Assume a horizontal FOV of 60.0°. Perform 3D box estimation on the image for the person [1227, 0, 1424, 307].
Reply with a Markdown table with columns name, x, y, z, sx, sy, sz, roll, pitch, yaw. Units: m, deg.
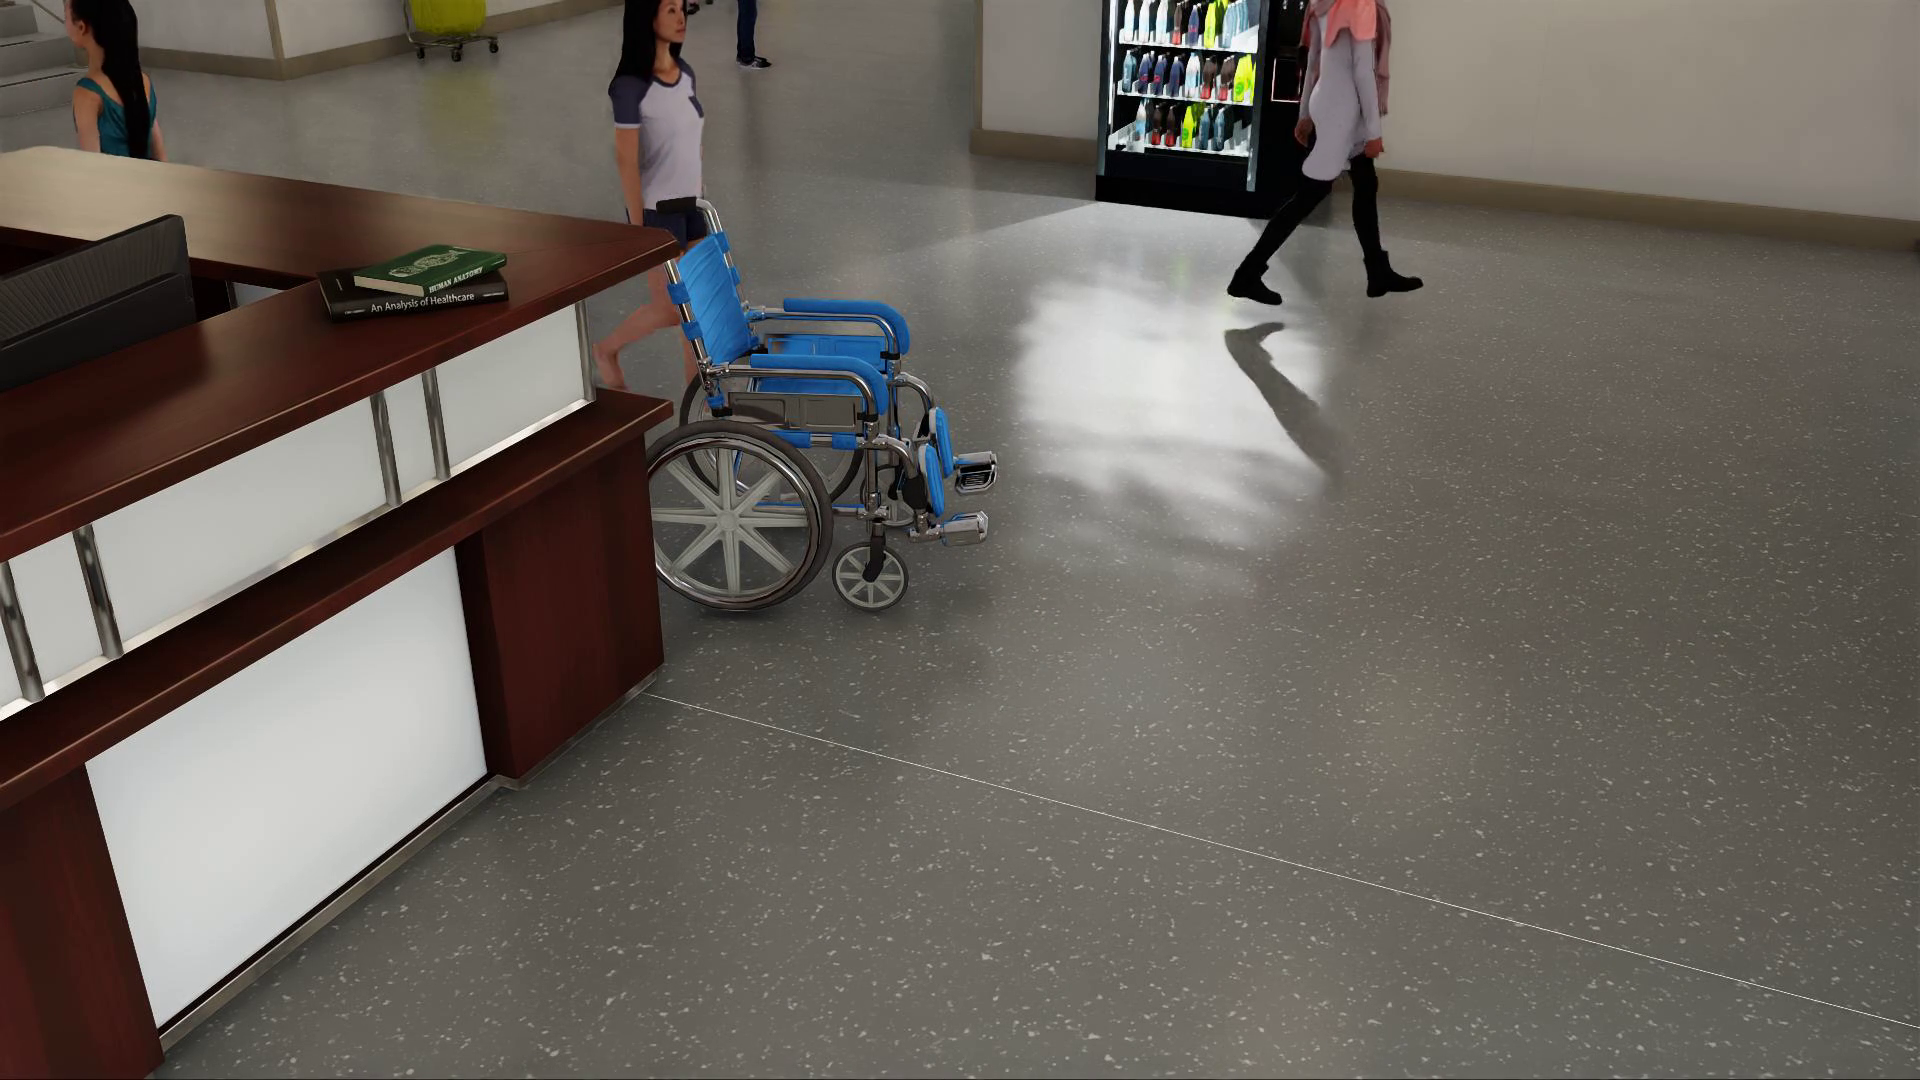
| name | x | y | z | sx | sy | sz | roll | pitch | yaw |
| --- | --- | --- | --- | --- | --- | --- | --- | --- | --- |
| person | 1.620 | -1.871 | 7.545 | 1.290 | 1.752 | 1.072 | -3 | 26 | -7 |

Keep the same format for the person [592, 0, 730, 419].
| name | x | y | z | sx | sy | sz | roll | pitch | yaw |
| --- | --- | --- | --- | --- | --- | --- | --- | --- | --- |
| person | -1.182 | -1.276 | 6.378 | 0.777 | 1.693 | 0.593 | 11 | 28 | 21 |

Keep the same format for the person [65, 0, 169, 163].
| name | x | y | z | sx | sy | sz | roll | pitch | yaw |
| --- | --- | --- | --- | --- | --- | --- | --- | --- | --- |
| person | -2.975 | -1.152 | 6.154 | 1.002 | 1.665 | 0.744 | 3 | 26 | 6 |

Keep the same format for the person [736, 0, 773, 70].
| name | x | y | z | sx | sy | sz | roll | pitch | yaw |
| --- | --- | --- | --- | --- | --- | --- | --- | --- | --- |
| person | -1.754 | -4.681 | 13.589 | 0.675 | 1.563 | 0.625 | -7 | 27 | -13 |
